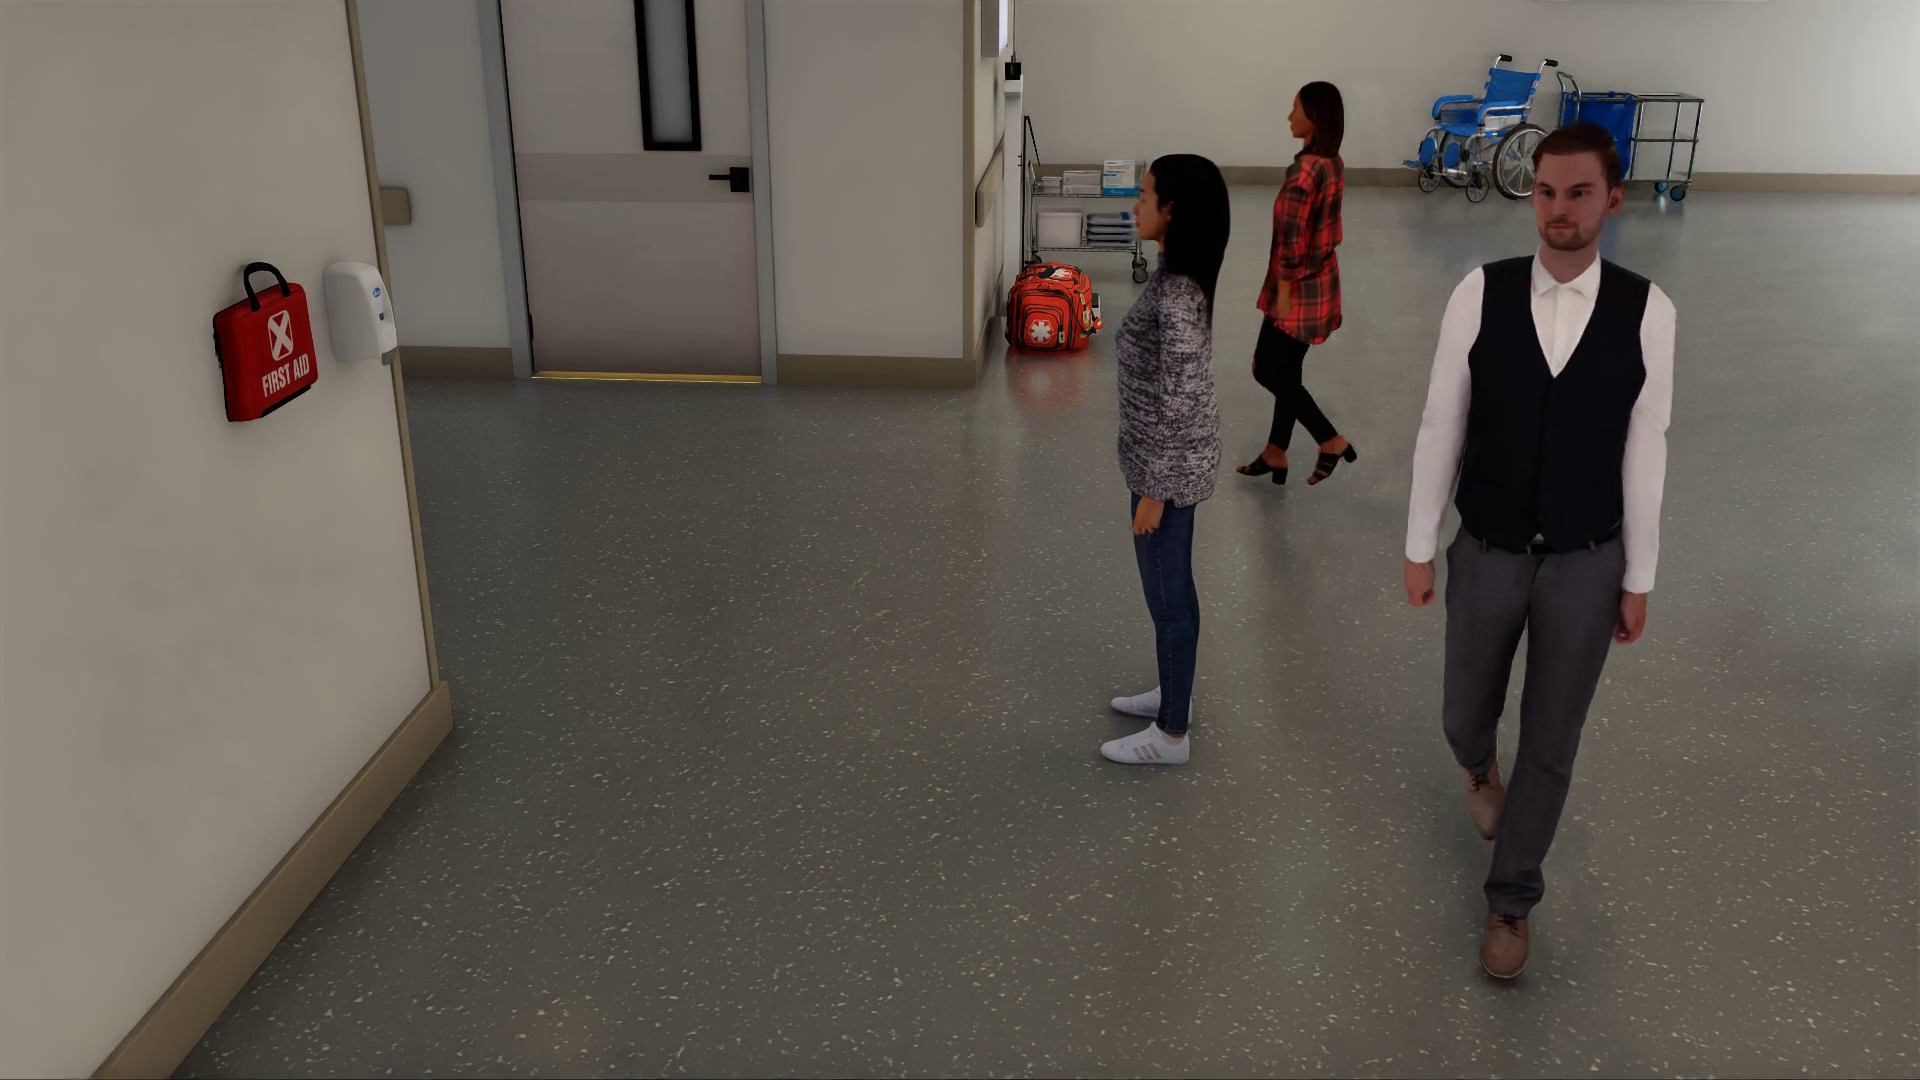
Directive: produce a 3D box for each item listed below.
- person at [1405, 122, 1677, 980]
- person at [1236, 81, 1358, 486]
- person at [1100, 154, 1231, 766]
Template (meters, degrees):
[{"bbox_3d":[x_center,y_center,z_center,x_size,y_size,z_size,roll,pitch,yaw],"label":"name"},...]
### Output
[{"bbox_3d":[1.328,0.006,3.848,0.826,1.916,1.053,5,21,13],"label":"person"},{"bbox_3d":[1.452,-1.004,6.832,0.875,1.693,0.855,12,24,29],"label":"person"},{"bbox_3d":[0.594,-0.213,4.685,0.689,1.733,0.492,4,21,11],"label":"person"}]
